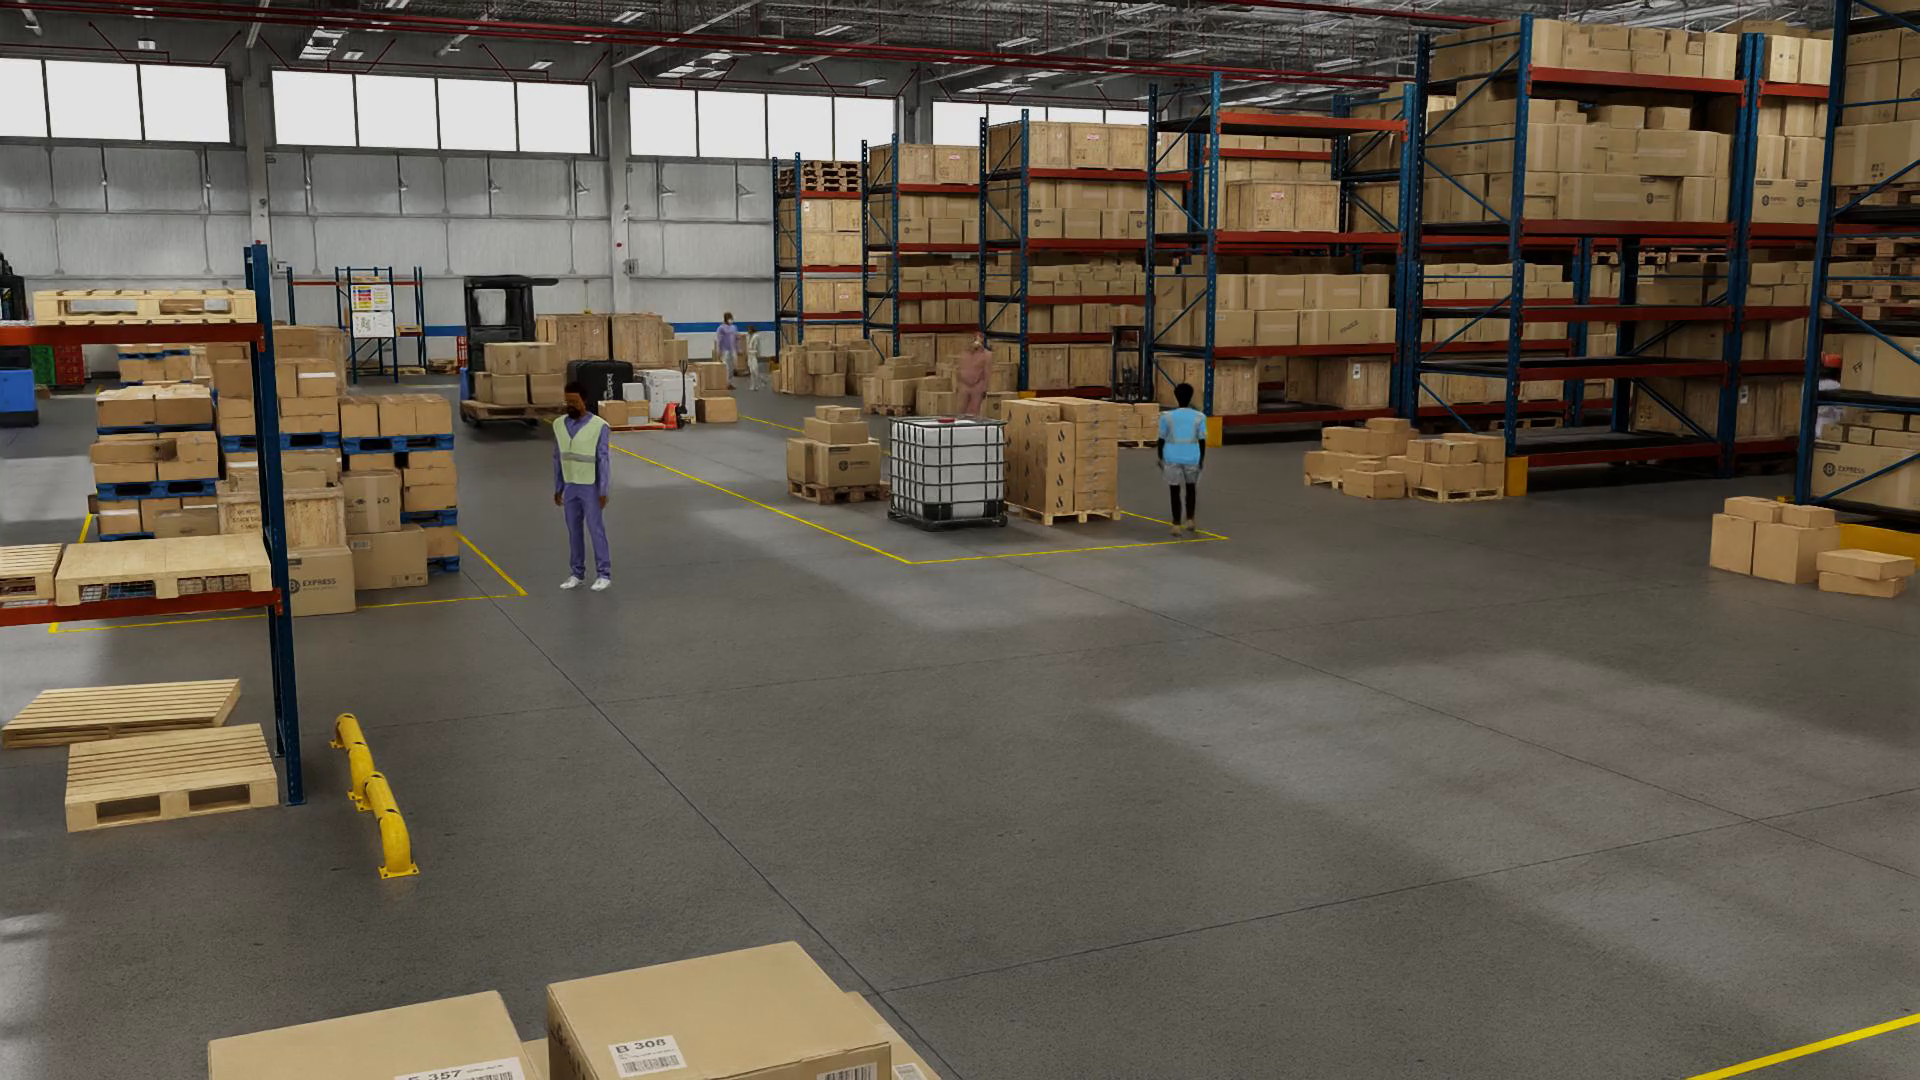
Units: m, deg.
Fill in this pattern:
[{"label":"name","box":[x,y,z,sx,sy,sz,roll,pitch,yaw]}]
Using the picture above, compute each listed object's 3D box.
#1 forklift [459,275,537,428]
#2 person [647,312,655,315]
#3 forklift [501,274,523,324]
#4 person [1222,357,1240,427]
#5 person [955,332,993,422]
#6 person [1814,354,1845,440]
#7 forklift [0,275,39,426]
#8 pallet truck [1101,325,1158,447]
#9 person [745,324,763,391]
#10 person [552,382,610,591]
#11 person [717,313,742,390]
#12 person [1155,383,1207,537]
[{"label":"forklift","box":[-8.755,-3.567,31.216,1.129,2.768,1.873,-4,10,-26]},{"label":"person","box":[-7.326,-4.394,39.208,0.631,1.966,0.926,3,10,20]},{"label":"forklift","box":[-11.349,-5.369,42.398,1.873,2.768,1.129,-4,10,-25]},{"label":"person","box":[5.025,-3.066,31.109,1.001,1.909,0.638,-7,11,-35]},{"label":"person","box":[0.217,-2.630,28.548,0.718,1.863,0.507,3,10,21]},{"label":"person","box":[10.727,-1.360,20.606,0.988,1.887,0.567,-5,11,-29]},{"label":"forklift","box":[-18.038,-3.560,31.172,1.129,2.768,1.873,-5,11,-31]},{"label":"pallet truck","box":[2.881,-2.596,27.923,0.823,1.965,1.885,-1,9,-7]},{"label":"person","box":[-5.048,-4.442,40.512,0.365,1.623,0.561,-8,12,-42]},{"label":"person","box":[-3.441,-0.490,15.147,0.596,1.909,0.398,4,10,23]},{"label":"person","box":[-5.734,-4.616,40.755,0.635,1.910,0.668,8,12,40]},{"label":"person","box":[2.429,-0.894,18.352,0.546,1.671,0.699,0,9,-1]}]
